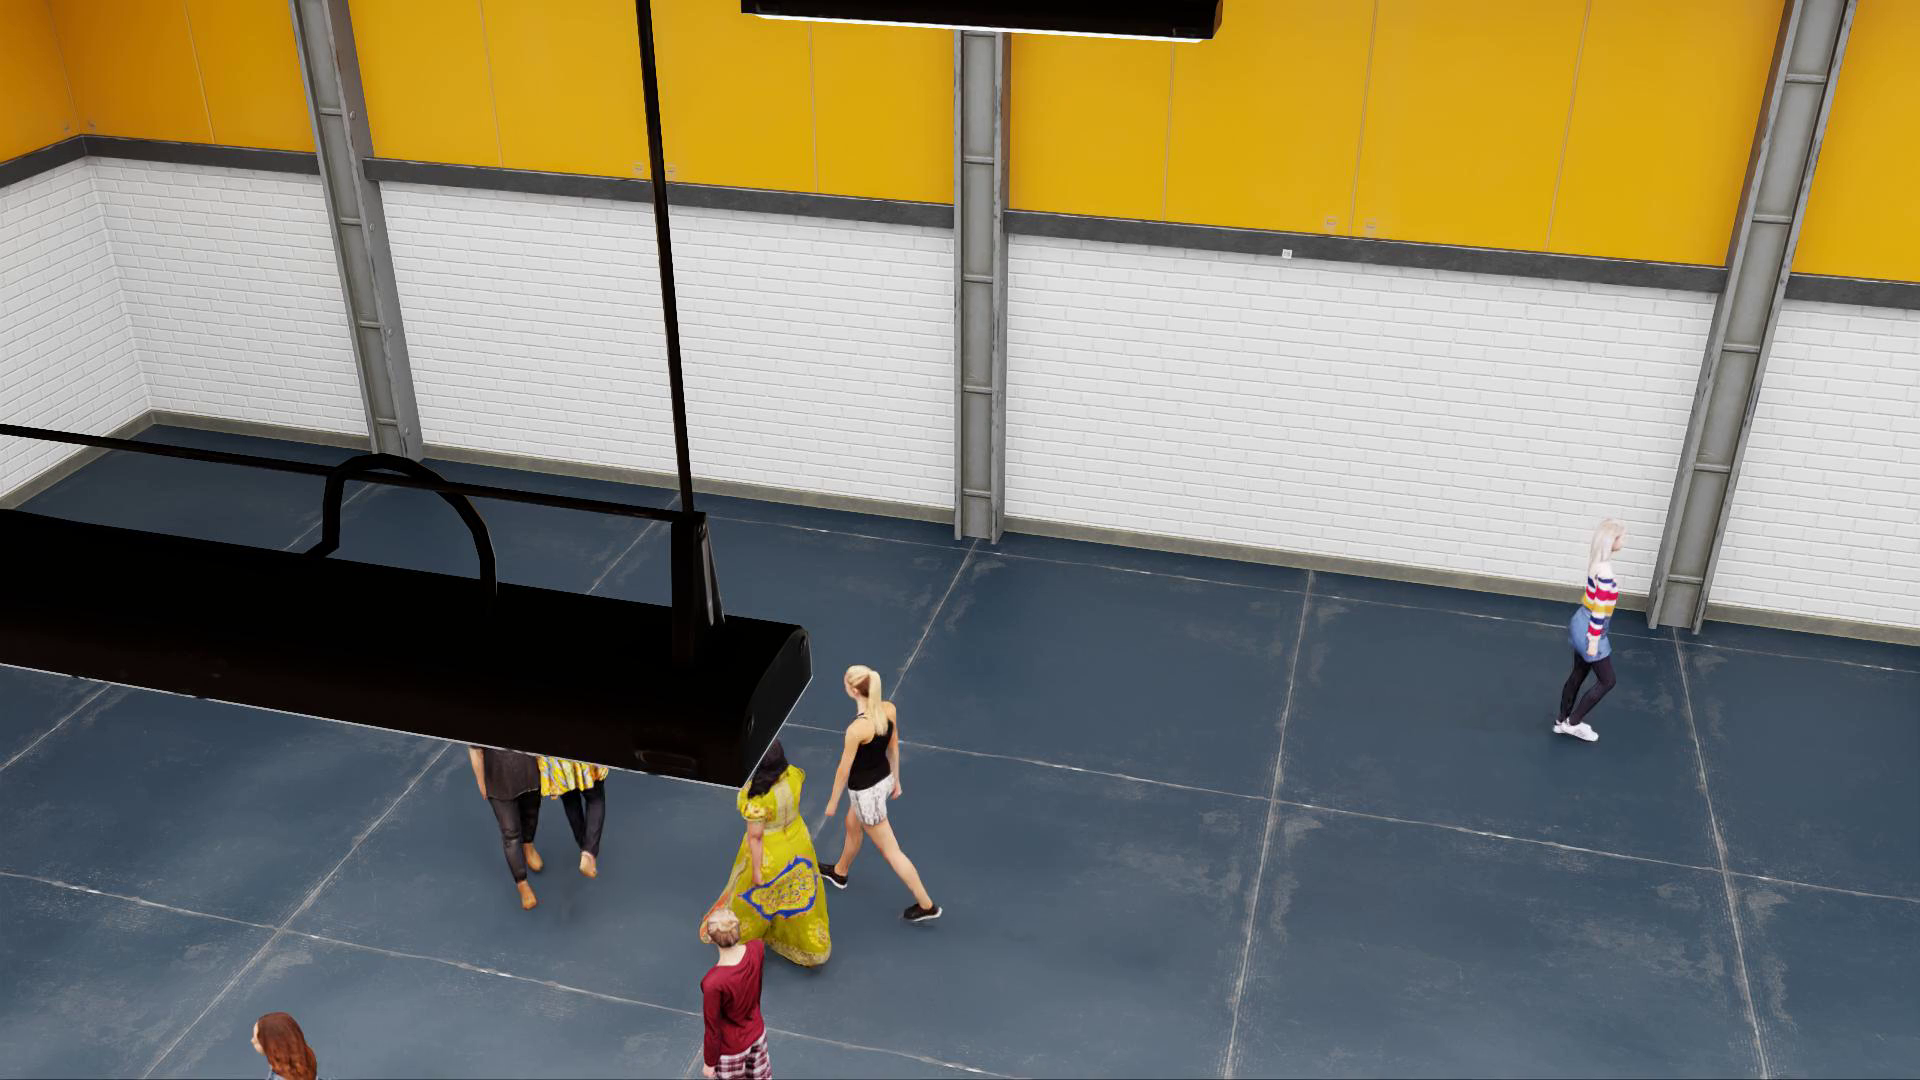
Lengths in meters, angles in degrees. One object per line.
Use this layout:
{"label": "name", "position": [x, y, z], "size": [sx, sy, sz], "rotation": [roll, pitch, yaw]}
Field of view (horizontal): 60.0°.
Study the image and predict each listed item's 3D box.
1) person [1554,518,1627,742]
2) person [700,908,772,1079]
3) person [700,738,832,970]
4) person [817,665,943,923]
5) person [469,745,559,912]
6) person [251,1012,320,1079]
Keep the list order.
{"label": "person", "position": [4.526, 0.655, 12.127], "size": [0.600, 1.800, 0.685], "rotation": [5, 29, 9]}
{"label": "person", "position": [-1.161, 2.582, 8.696], "size": [0.605, 1.703, 0.670], "rotation": [17, 33, 28]}
{"label": "person", "position": [-1.045, 1.922, 9.999], "size": [1.220, 1.625, 1.050], "rotation": [21, 35, 33]}
{"label": "person", "position": [-0.472, 1.613, 10.378], "size": [1.291, 1.794, 0.884], "rotation": [16, 33, 27]}
{"label": "person", "position": [-2.887, 1.488, 10.730], "size": [1.047, 1.676, 1.083], "rotation": [-14, 32, -24]}
{"label": "person", "position": [-3.212, 2.931, 8.306], "size": [0.788, 1.465, 0.737], "rotation": [-7, 29, -13]}
